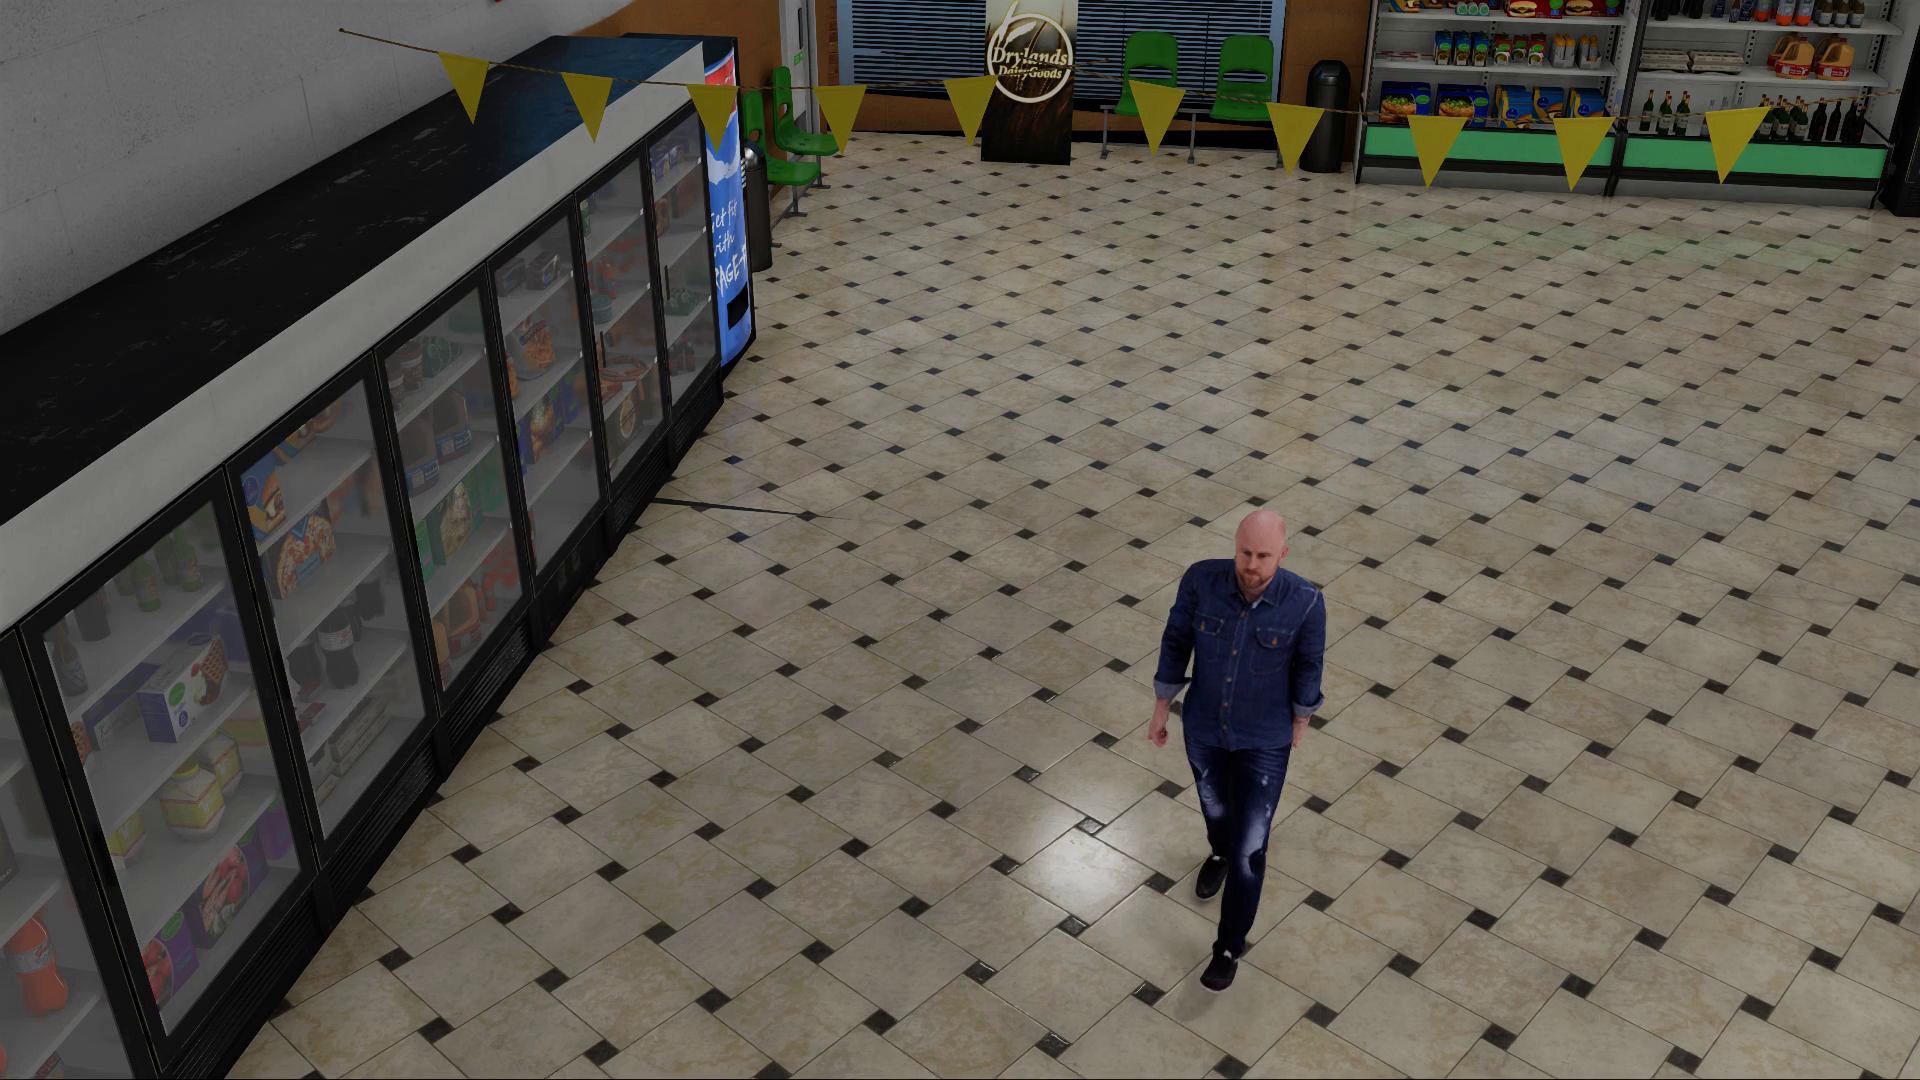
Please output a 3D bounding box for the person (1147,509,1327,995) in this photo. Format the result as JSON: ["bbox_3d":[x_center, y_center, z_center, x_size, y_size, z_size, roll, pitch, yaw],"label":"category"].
[{"bbox_3d":[1.029,0.656,6.104,1.151,1.786,1.010,14,32,24],"label":"person"}]
